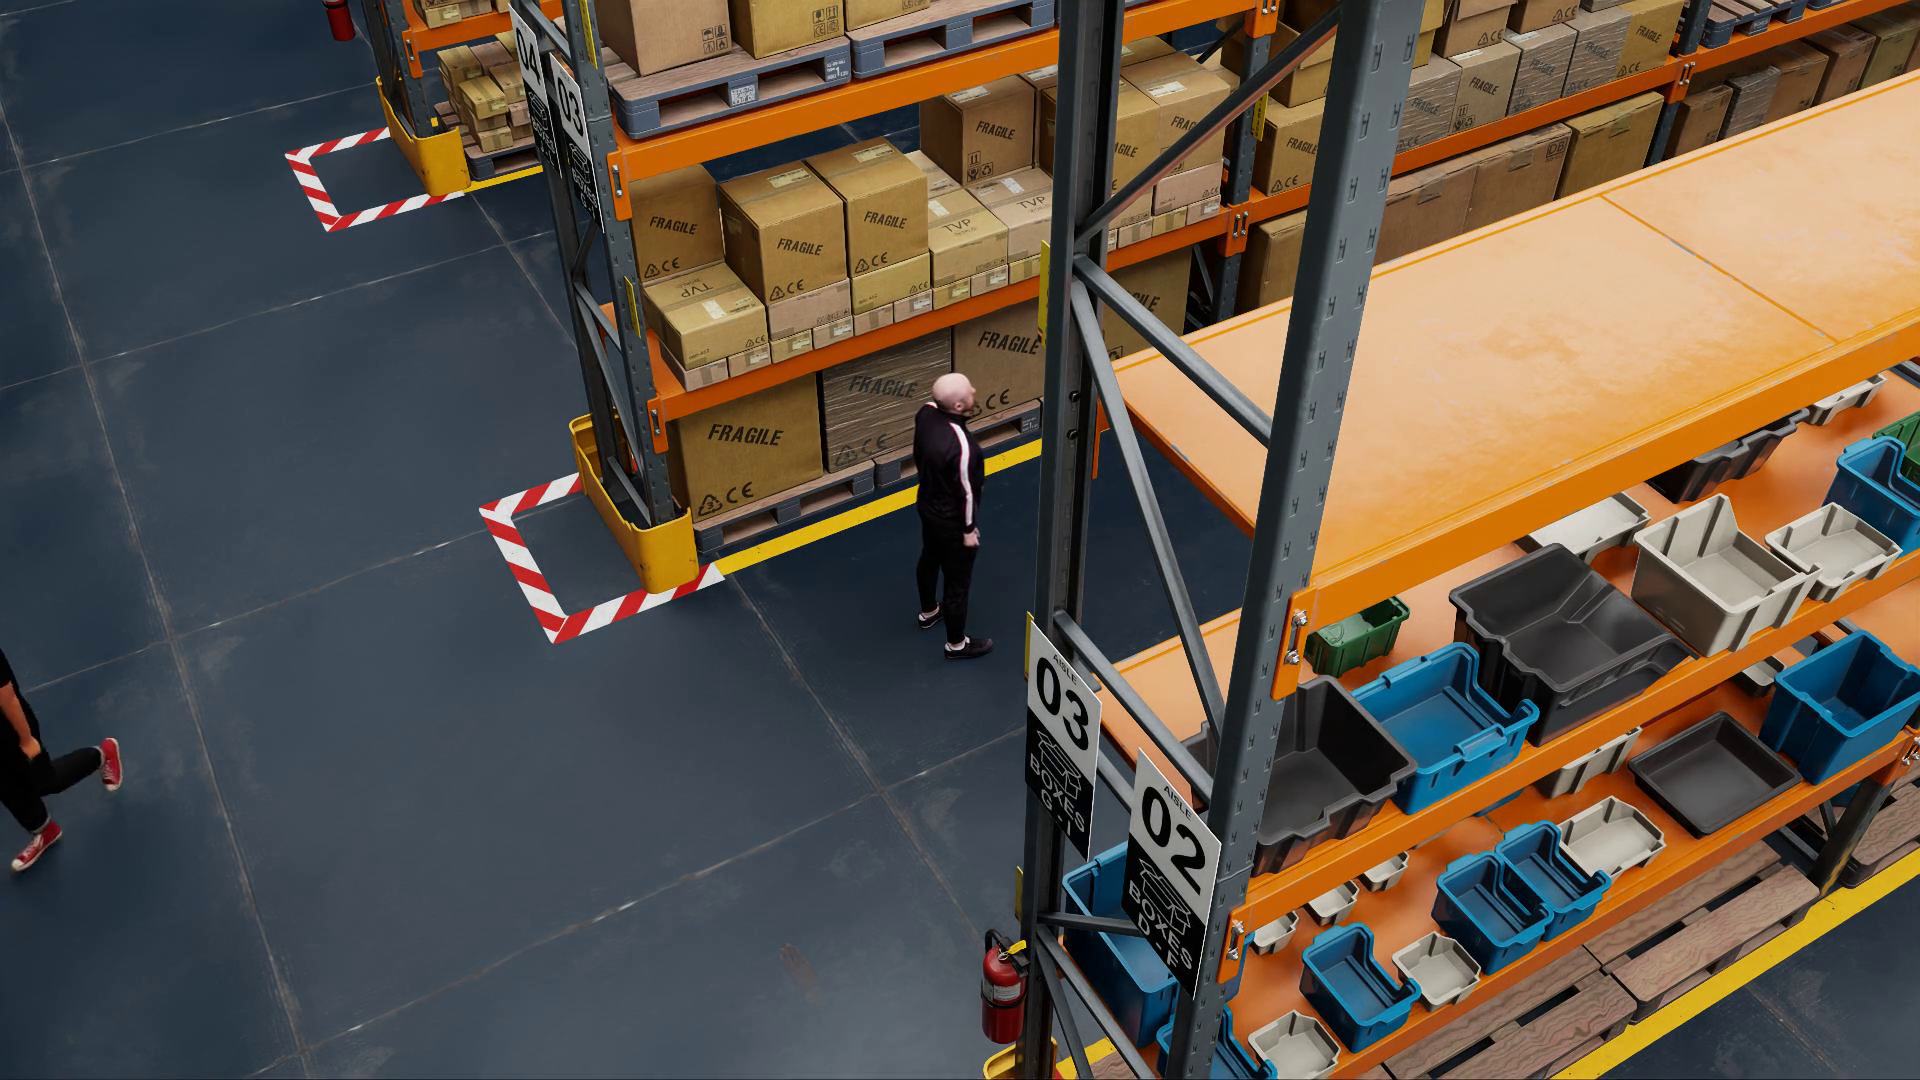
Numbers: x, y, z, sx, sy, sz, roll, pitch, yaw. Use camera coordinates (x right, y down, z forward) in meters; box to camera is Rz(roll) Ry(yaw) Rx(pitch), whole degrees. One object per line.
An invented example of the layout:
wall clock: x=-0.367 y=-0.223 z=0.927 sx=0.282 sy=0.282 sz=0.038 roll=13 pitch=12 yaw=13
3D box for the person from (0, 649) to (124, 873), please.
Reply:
person: x=-4.533 y=0.825 z=7.949 sx=0.961 sy=1.744 sz=1.058 roll=16 pitch=45 yaw=16

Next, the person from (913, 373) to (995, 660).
person: x=-0.070 y=-0.139 z=8.915 sx=0.563 sy=1.836 sz=0.667 roll=-20 pitch=47 yaw=-20
